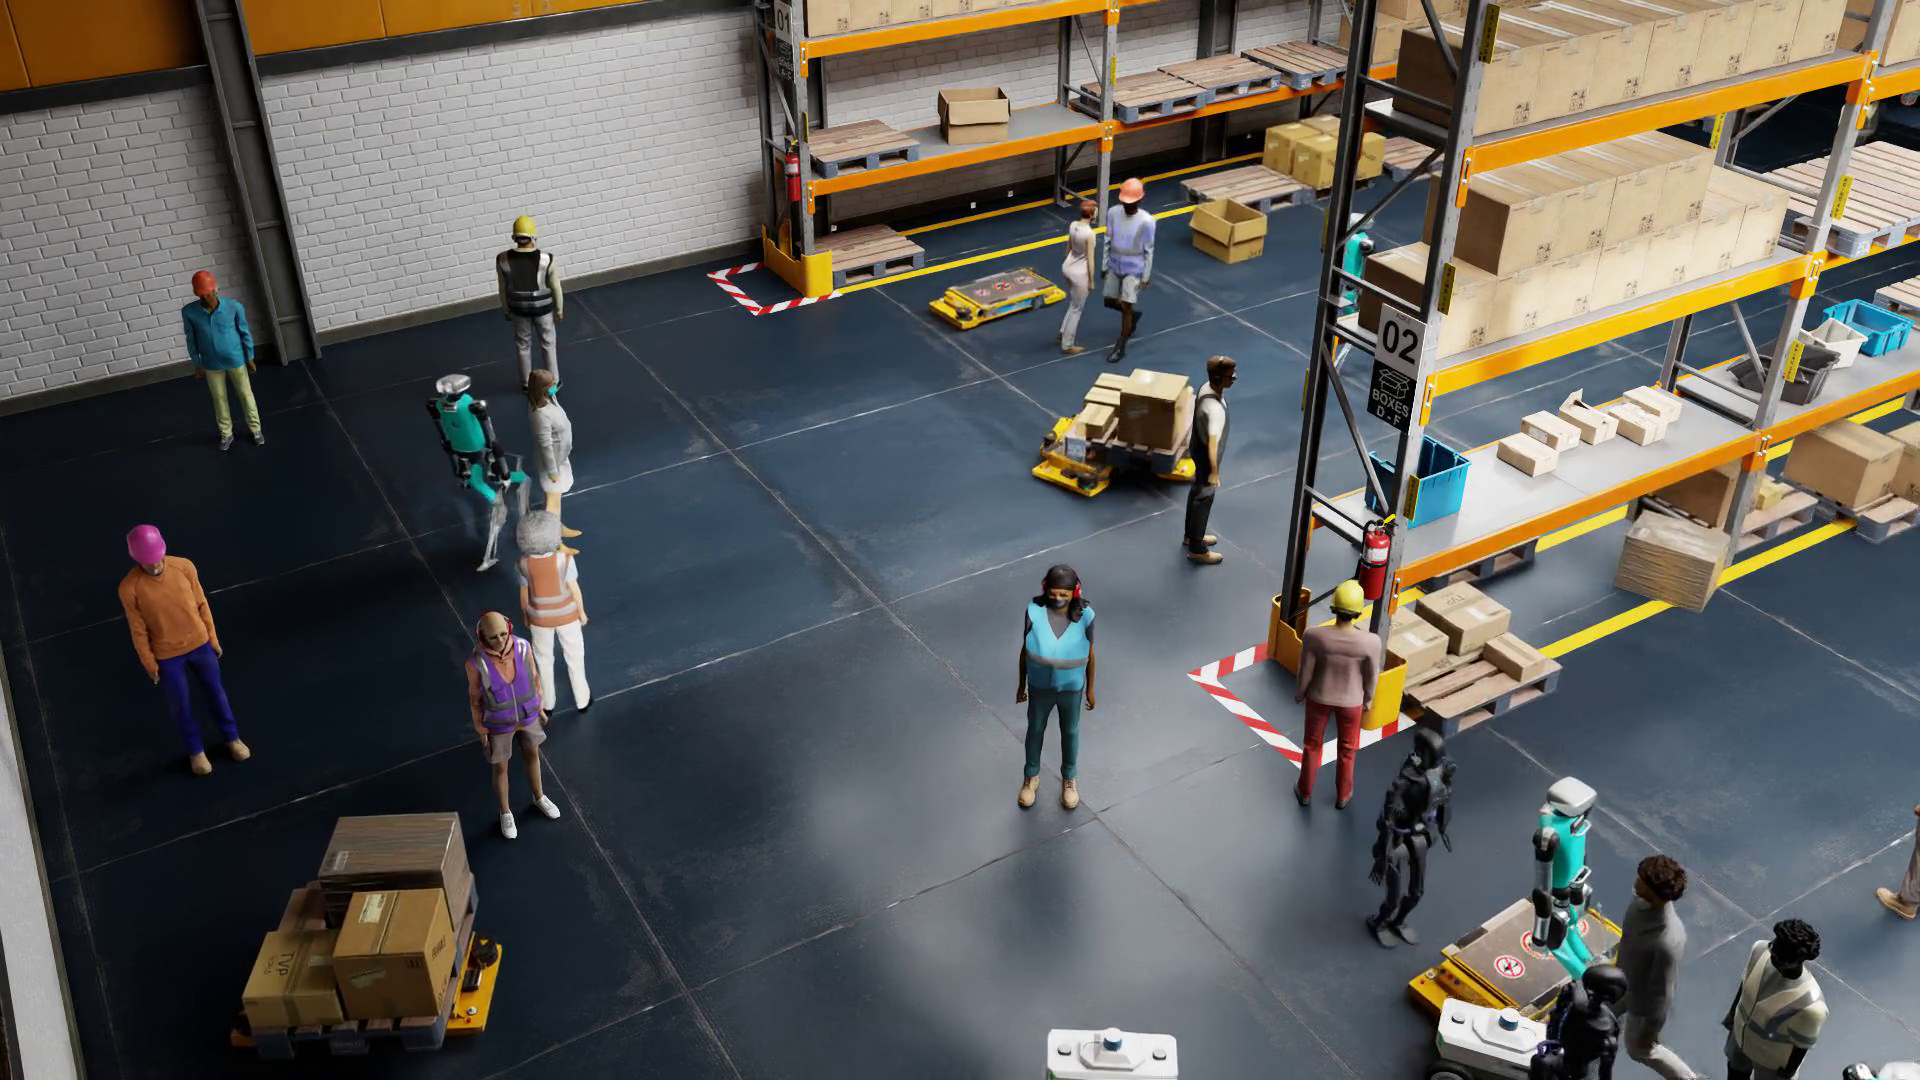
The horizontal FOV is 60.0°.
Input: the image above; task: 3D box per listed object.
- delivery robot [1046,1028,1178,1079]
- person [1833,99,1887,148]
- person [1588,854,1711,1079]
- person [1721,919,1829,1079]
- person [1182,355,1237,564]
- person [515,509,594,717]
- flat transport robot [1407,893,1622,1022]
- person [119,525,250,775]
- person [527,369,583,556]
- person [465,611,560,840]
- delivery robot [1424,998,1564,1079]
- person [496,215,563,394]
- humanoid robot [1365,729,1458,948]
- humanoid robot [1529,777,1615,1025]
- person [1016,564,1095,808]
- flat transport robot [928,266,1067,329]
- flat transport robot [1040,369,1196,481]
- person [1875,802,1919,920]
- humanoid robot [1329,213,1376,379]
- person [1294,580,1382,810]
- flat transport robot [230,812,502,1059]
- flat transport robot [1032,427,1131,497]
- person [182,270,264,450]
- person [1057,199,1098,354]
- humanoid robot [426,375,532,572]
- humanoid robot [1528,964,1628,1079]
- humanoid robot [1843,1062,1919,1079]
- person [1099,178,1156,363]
[{"bbox_3d":[0.837,2.919,9.143,0.768,0.576,0.499,2,32,3],"label":"delivery robot"},{"bbox_3d":[10.758,-4.690,20.082,0.565,1.841,0.378,-7,33,-11],"label":"person"},{"bbox_3d":[3.667,2.371,8.809,0.879,1.859,0.555,-2,32,-3],"label":"person"},{"bbox_3d":[4.154,2.601,8.598,0.321,1.693,0.534,-7,33,-11],"label":"person"},{"bbox_3d":[2.049,-0.679,13.683,0.325,1.843,0.513,0,32,0],"label":"person"},{"bbox_3d":[-2.902,0.539,11.886,0.438,1.686,0.304,-3,32,-5],"label":"person"},{"bbox_3d":[3.433,2.552,10.015,1.431,0.231,0.659,-21,38,-29],"label":"flat transport robot"},{"bbox_3d":[-5.315,0.732,11.320,0.518,1.972,0.404,-25,40,-34],"label":"person"},{"bbox_3d":[-3.368,-0.661,13.825,0.335,1.659,0.496,-3,32,-5],"label":"person"},{"bbox_3d":[-2.937,1.176,10.867,0.483,1.694,0.345,-22,38,-31],"label":"person"},{"bbox_3d":[3.011,2.845,9.265,0.774,0.581,0.499,12,34,19],"label":"delivery robot"},{"bbox_3d":[-4.179,-2.285,16.272,0.600,1.819,0.403,-3,32,-5],"label":"person"},{"bbox_3d":[2.688,1.768,9.940,0.589,1.641,0.349,-18,37,-27],"label":"humanoid robot"},{"bbox_3d":[3.464,2.182,9.249,0.740,1.811,0.531,25,40,34],"label":"humanoid robot"},{"bbox_3d":[0.640,0.966,11.042,0.525,1.866,0.391,3,32,5],"label":"person"},{"bbox_3d":[0.418,-2.683,18.362,1.431,0.231,0.659,-21,38,-29],"label":"flat transport robot"},{"bbox_3d":[1.529,-0.886,15.498,1.431,0.231,0.659,12,34,18],"label":"flat transport robot"},{"bbox_3d":[6.058,1.558,10.188,0.457,1.769,0.347,-15,35,-23],"label":"person"},{"bbox_3d":[4.127,-2.465,16.686,1.029,1.777,0.531,-16,35,-23],"label":"humanoid robot"},{"bbox_3d":[2.484,1.033,11.027,0.522,1.769,0.316,7,33,11],"label":"person"},{"bbox_3d":[-3.499,2.653,9.853,1.431,0.231,0.659,-2,32,-3],"label":"flat transport robot"},{"bbox_3d":[1.355,-0.842,15.426,0.659,0.231,1.431,23,39,32],"label":"flat transport robot"},{"bbox_3d":[-6.799,-1.668,15.344,0.561,1.752,0.325,-9,33,-14],"label":"person"},{"bbox_3d":[1.211,-2.712,17.122,0.445,1.631,0.455,-18,36,-26],"label":"person"},{"bbox_3d":[-3.904,-0.648,13.756,0.593,1.777,0.891,7,33,10],"label":"humanoid robot"},{"bbox_3d":[3.033,2.761,8.367,0.371,1.643,0.633,-4,32,-6],"label":"humanoid robot"},{"bbox_3d":[4.373,3.064,7.818,1.039,1.725,0.544,-7,33,-11],"label":"humanoid robot"},{"bbox_3d":[1.719,-2.794,16.982,0.561,1.922,0.667,21,38,30],"label":"person"}]
